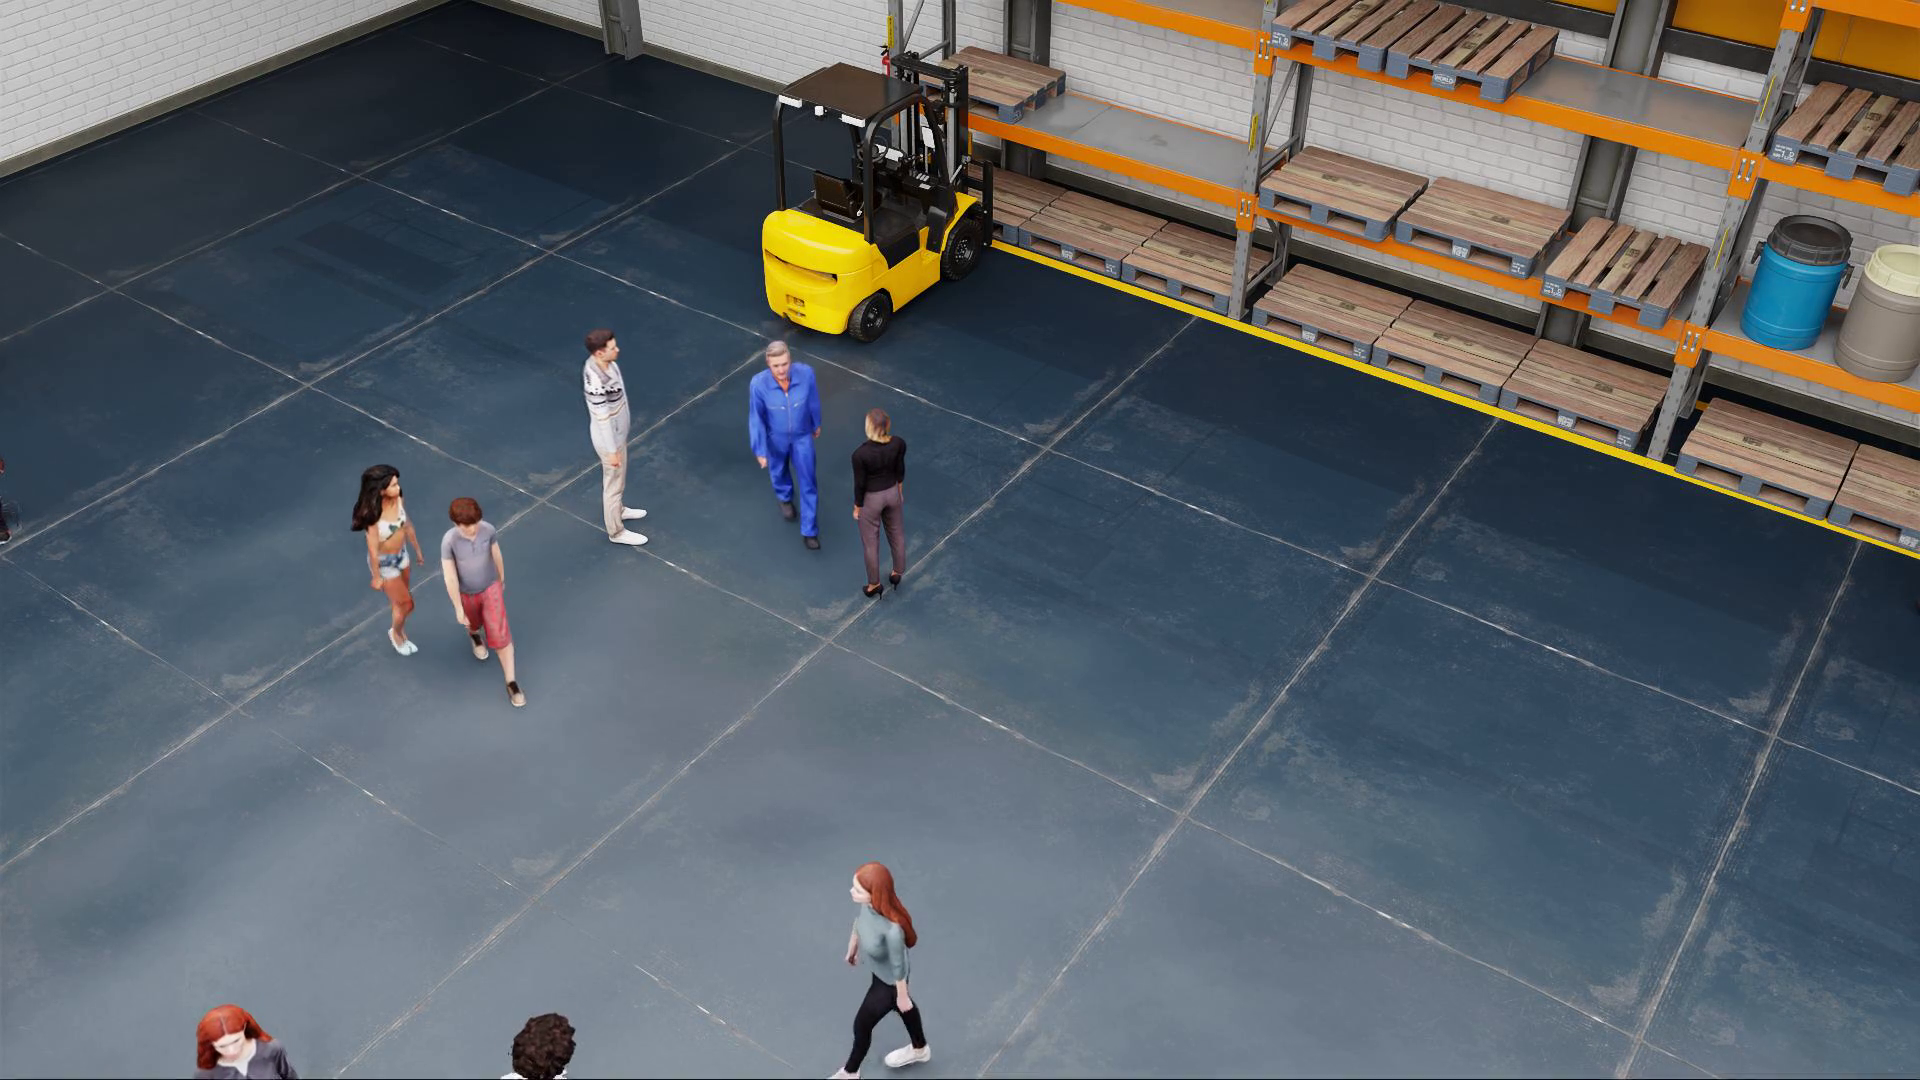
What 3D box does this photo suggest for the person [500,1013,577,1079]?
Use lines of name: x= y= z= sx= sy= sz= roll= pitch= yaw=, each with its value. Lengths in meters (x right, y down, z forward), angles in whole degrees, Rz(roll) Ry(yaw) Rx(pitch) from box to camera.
person: x=-1.951 y=3.031 z=8.043 sx=0.980 sy=1.779 sz=1.048 roll=-1 pitch=39 yaw=-1

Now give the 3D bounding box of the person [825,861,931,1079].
person: x=-0.316 y=2.325 z=8.976 sx=0.971 sy=1.718 sz=0.962 roll=-12 pitch=40 yaw=-14

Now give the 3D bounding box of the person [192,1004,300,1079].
person: x=-3.498 y=2.856 z=8.310 sx=1.015 sy=1.720 sz=1.234 roll=-15 pitch=41 yaw=-18

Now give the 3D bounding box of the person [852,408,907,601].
person: x=-0.586 y=-0.265 z=12.256 sx=0.663 sy=1.672 sz=0.642 roll=-23 pitch=44 yaw=-26

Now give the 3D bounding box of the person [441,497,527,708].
person: x=-3.387 y=0.312 z=11.582 sx=0.949 sy=1.613 sz=1.203 roll=-17 pitch=42 yaw=-20

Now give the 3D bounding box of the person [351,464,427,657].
person: x=-4.090 y=0.159 z=11.787 sx=0.684 sy=1.595 sz=0.666 roll=13 pitch=41 yaw=16

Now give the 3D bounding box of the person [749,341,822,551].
person: x=-1.352 y=-0.852 z=12.904 sx=1.170 sy=1.782 sz=1.261 roll=-10 pitch=40 yaw=-12

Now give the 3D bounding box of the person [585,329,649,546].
person: x=-2.699 y=-0.824 z=12.806 sx=0.807 sy=1.860 sz=0.746 roll=-6 pitch=39 yaw=-8
